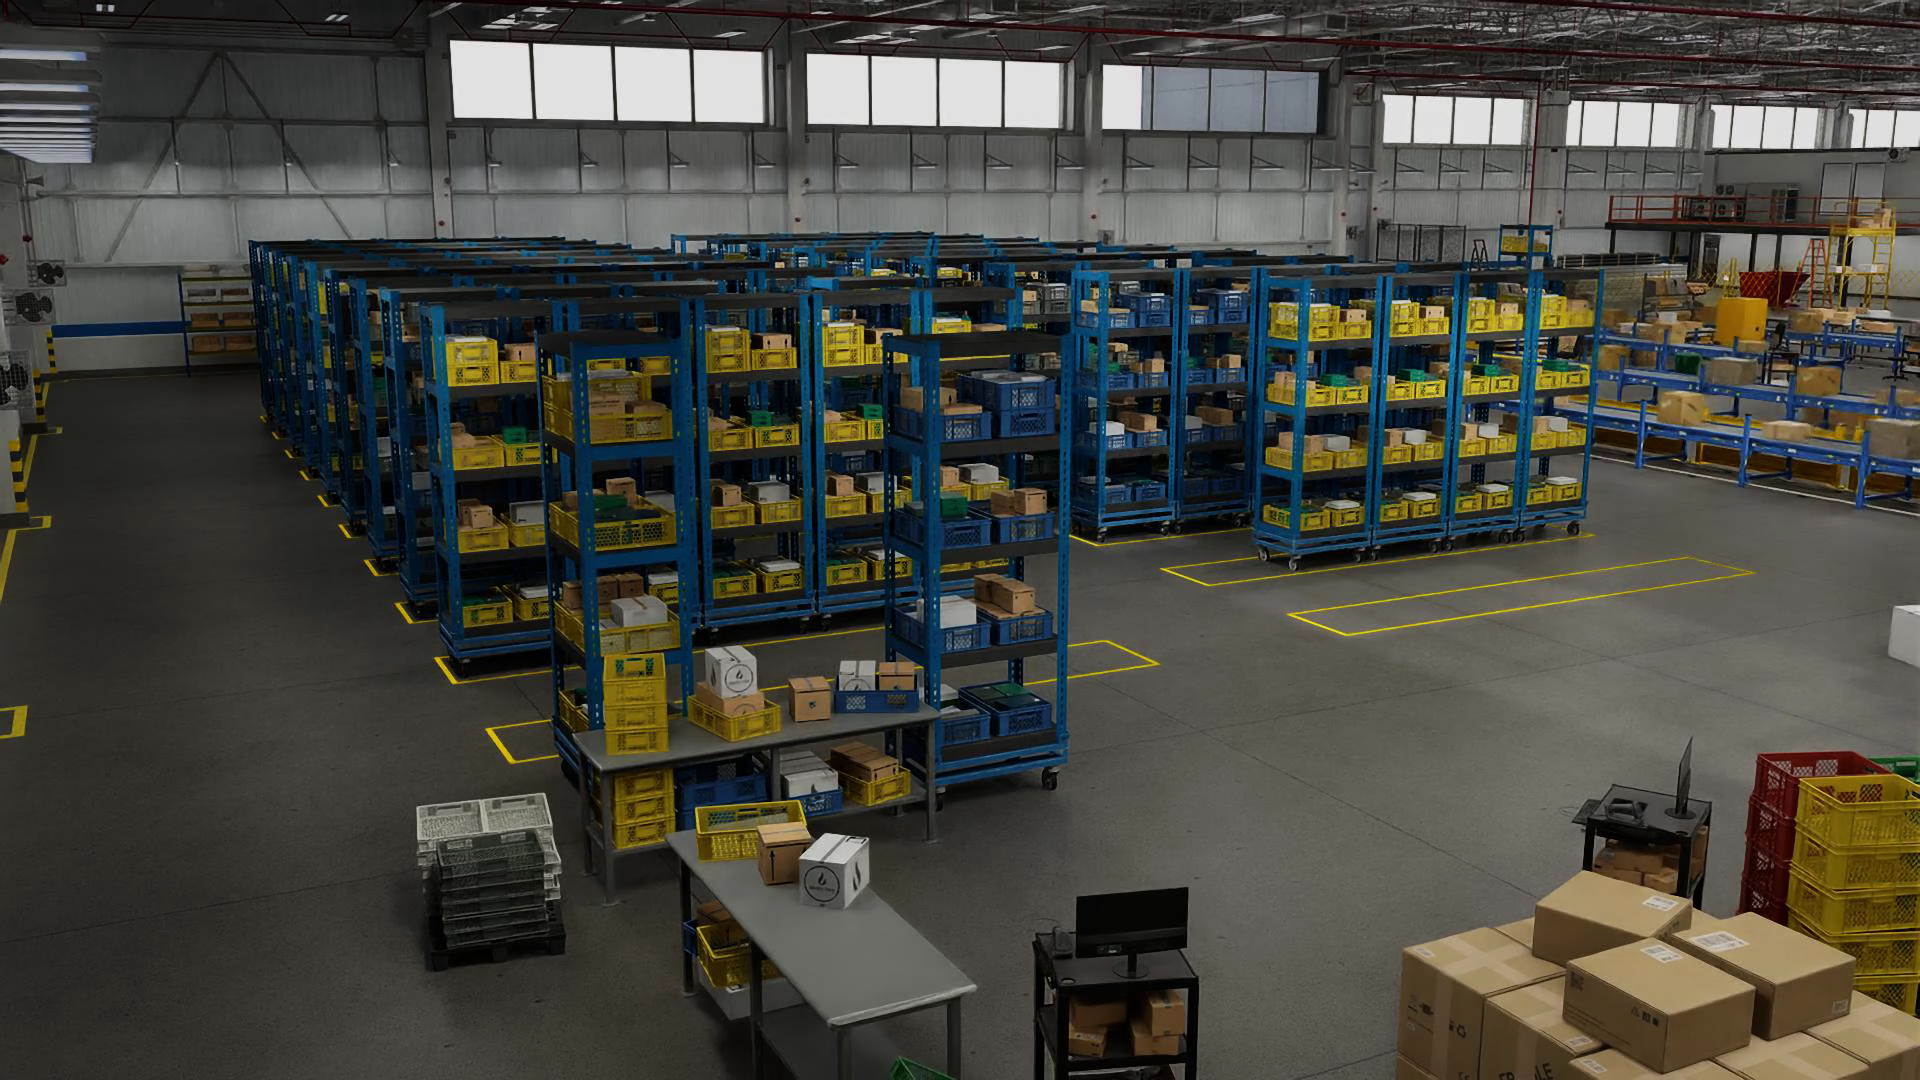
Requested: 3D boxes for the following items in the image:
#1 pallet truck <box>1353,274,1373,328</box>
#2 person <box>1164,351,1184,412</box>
[{"bbox_3d":[13.011,-8.050,55.243,0.823,1.965,1.885,-7,14,-28],"label":"pallet truck"},{"bbox_3d":[4.135,-2.904,31.652,0.599,1.800,0.731,-10,15,-38],"label":"person"}]
